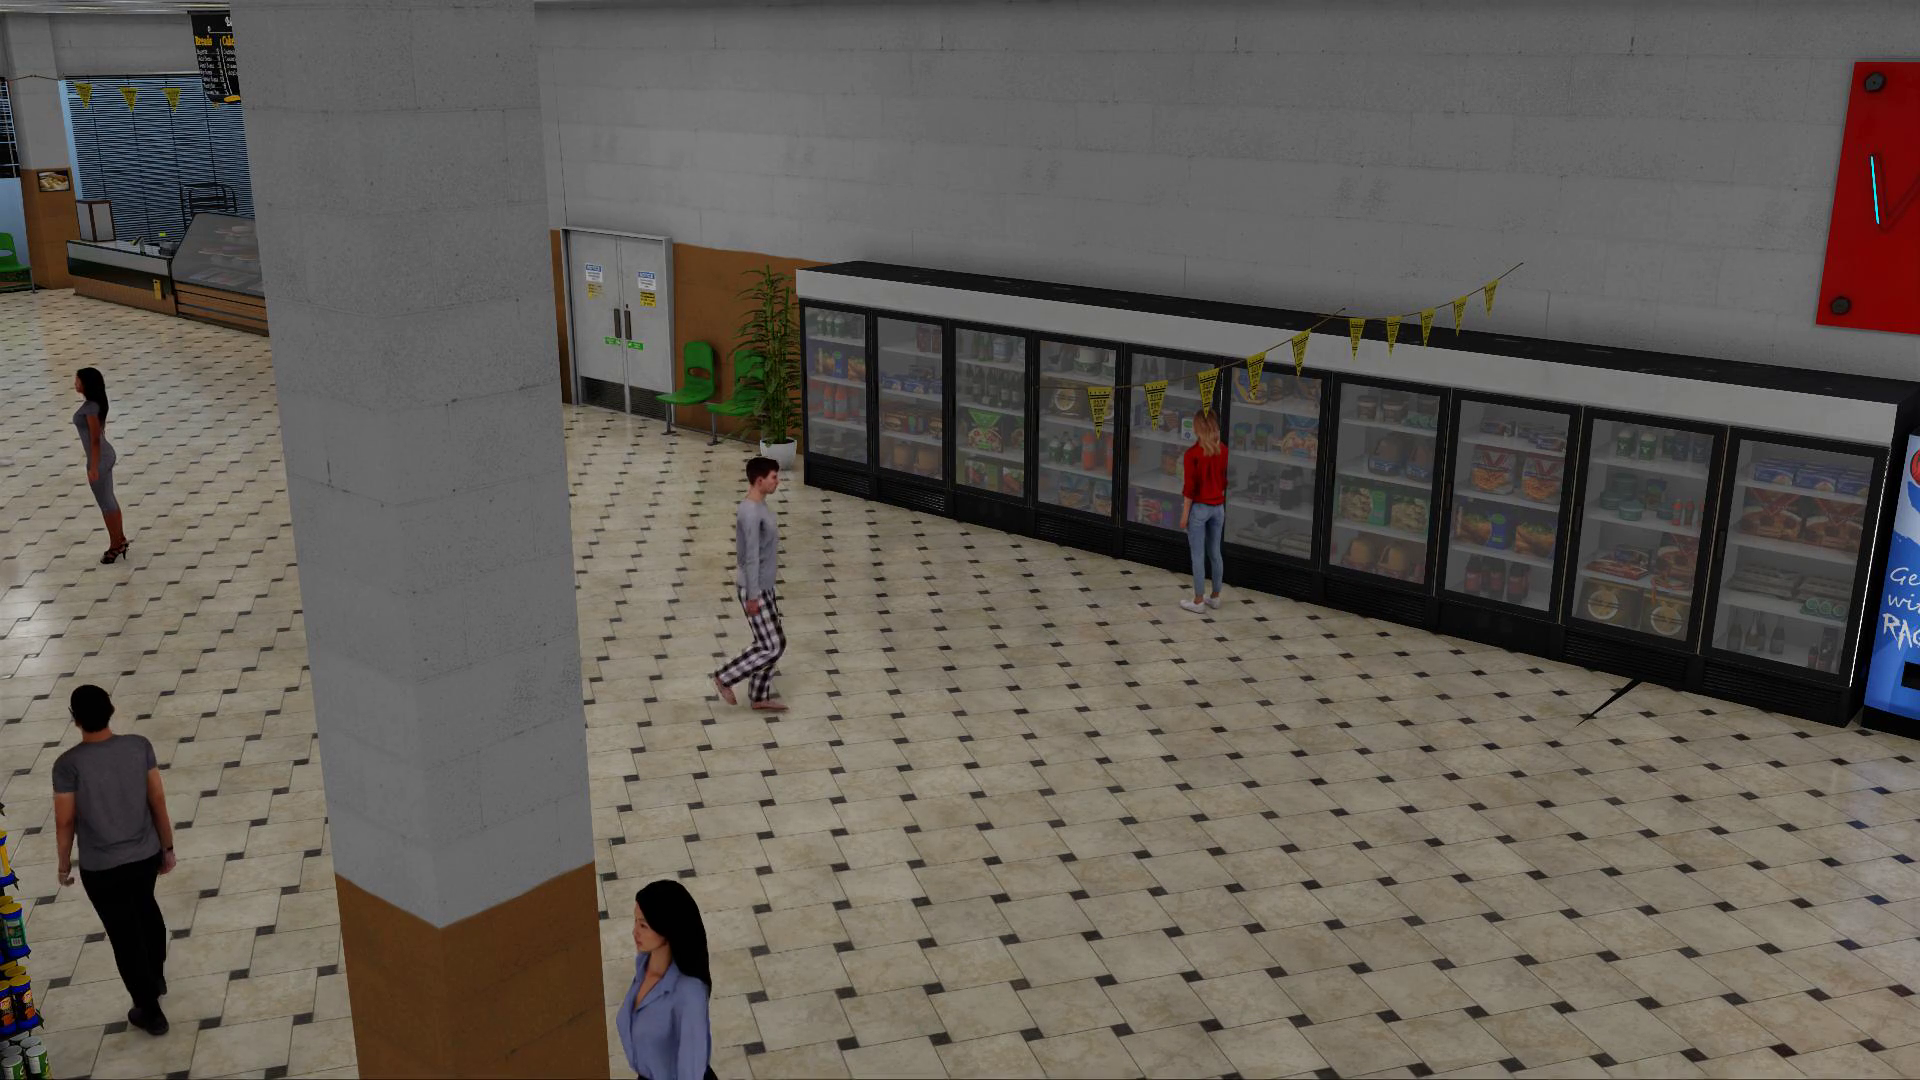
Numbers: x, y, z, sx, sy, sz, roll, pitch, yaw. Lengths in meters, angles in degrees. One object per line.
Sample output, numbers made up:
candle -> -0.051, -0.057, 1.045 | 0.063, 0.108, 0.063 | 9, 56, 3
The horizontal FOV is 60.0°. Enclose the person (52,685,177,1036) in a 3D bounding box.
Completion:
person -> -3.918, 1.531, 7.834 | 0.686, 1.735, 0.729 | 12, 21, 35

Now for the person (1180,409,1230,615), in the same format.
person -> 2.018, -0.242, 13.727 | 0.565, 1.703, 0.736 | -10, 20, -31

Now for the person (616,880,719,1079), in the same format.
person -> -0.947, 2.057, 6.151 | 1.160, 1.705, 0.752 | -15, 22, -40

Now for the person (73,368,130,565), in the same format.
person -> -7.751, -0.683, 15.044 | 0.679, 1.782, 0.662 | -5, 18, -17

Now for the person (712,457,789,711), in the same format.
person -> -1.505, 0.332, 11.624 | 0.928, 1.828, 0.873 | 1, 17, 4
